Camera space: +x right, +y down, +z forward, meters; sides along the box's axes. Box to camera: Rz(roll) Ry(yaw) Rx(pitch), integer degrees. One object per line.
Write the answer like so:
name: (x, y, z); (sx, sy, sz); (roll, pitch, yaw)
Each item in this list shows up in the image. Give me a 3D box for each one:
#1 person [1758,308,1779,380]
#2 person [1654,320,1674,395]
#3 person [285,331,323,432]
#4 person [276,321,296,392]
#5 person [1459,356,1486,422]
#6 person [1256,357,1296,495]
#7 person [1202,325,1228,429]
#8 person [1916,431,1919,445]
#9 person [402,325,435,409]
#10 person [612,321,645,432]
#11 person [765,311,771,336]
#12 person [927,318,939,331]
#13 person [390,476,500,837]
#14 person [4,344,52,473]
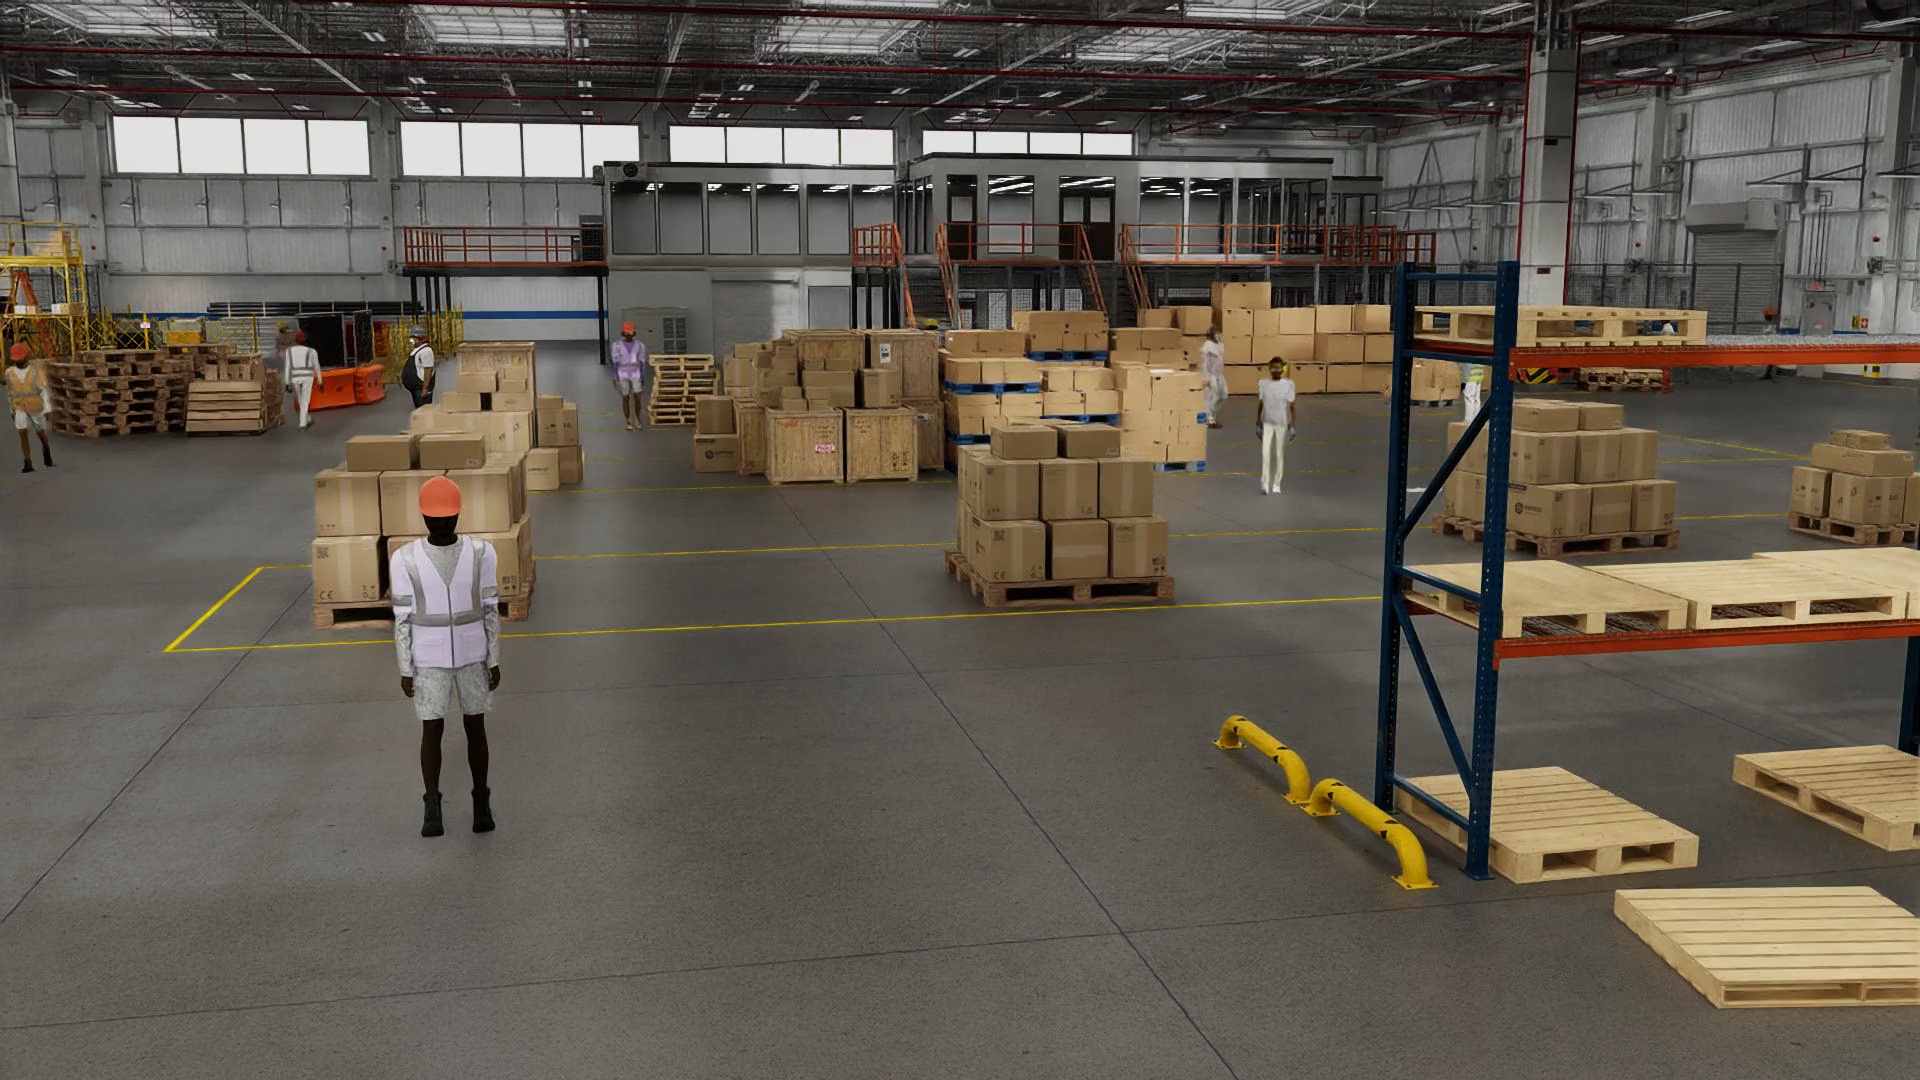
person: (21.468, -5.178, 44.095); (0.547, 1.924, 0.515); (-9, 13, -43)
person: (16.579, -4.396, 39.138); (0.391, 1.987, 0.608); (4, 10, 24)
person: (-12.058, -2.918, 30.607); (0.609, 1.825, 1.012); (0, 9, 0)
person: (-16.144, -4.399, 39.968); (0.569, 1.701, 0.853); (0, 9, 3)
person: (9.442, -2.945, 30.755); (0.429, 1.838, 0.621); (9, 13, 43)
person: (4.147, -1.484, 21.884); (0.540, 1.815, 1.003); (3, 10, 16)
person: (4.736, -3.020, 30.924); (0.430, 1.928, 0.660); (8, 12, 40)
person: (16.389, -2.371, 27.773); (0.541, 1.650, 0.778); (-6, 11, -33)
person: (-9.144, -2.612, 28.099); (0.537, 2.000, 0.682); (-6, 11, -31)
person: (-6.036, -2.974, 30.398); (0.619, 2.012, 0.861); (-3, 10, -15)
person: (-7.119, -8.014, 61.478); (0.554, 1.887, 0.645); (7, 11, 35)
person: (-0.671, -3.995, 36.992); (0.975, 1.886, 0.596); (7, 12, 37)
person: (-2.694, 0.618, 8.772); (0.539, 1.929, 0.394); (-4, 10, -22)
person: (-13.765, -1.969, 24.621); (0.568, 1.900, 0.860); (-2, 10, -12)
